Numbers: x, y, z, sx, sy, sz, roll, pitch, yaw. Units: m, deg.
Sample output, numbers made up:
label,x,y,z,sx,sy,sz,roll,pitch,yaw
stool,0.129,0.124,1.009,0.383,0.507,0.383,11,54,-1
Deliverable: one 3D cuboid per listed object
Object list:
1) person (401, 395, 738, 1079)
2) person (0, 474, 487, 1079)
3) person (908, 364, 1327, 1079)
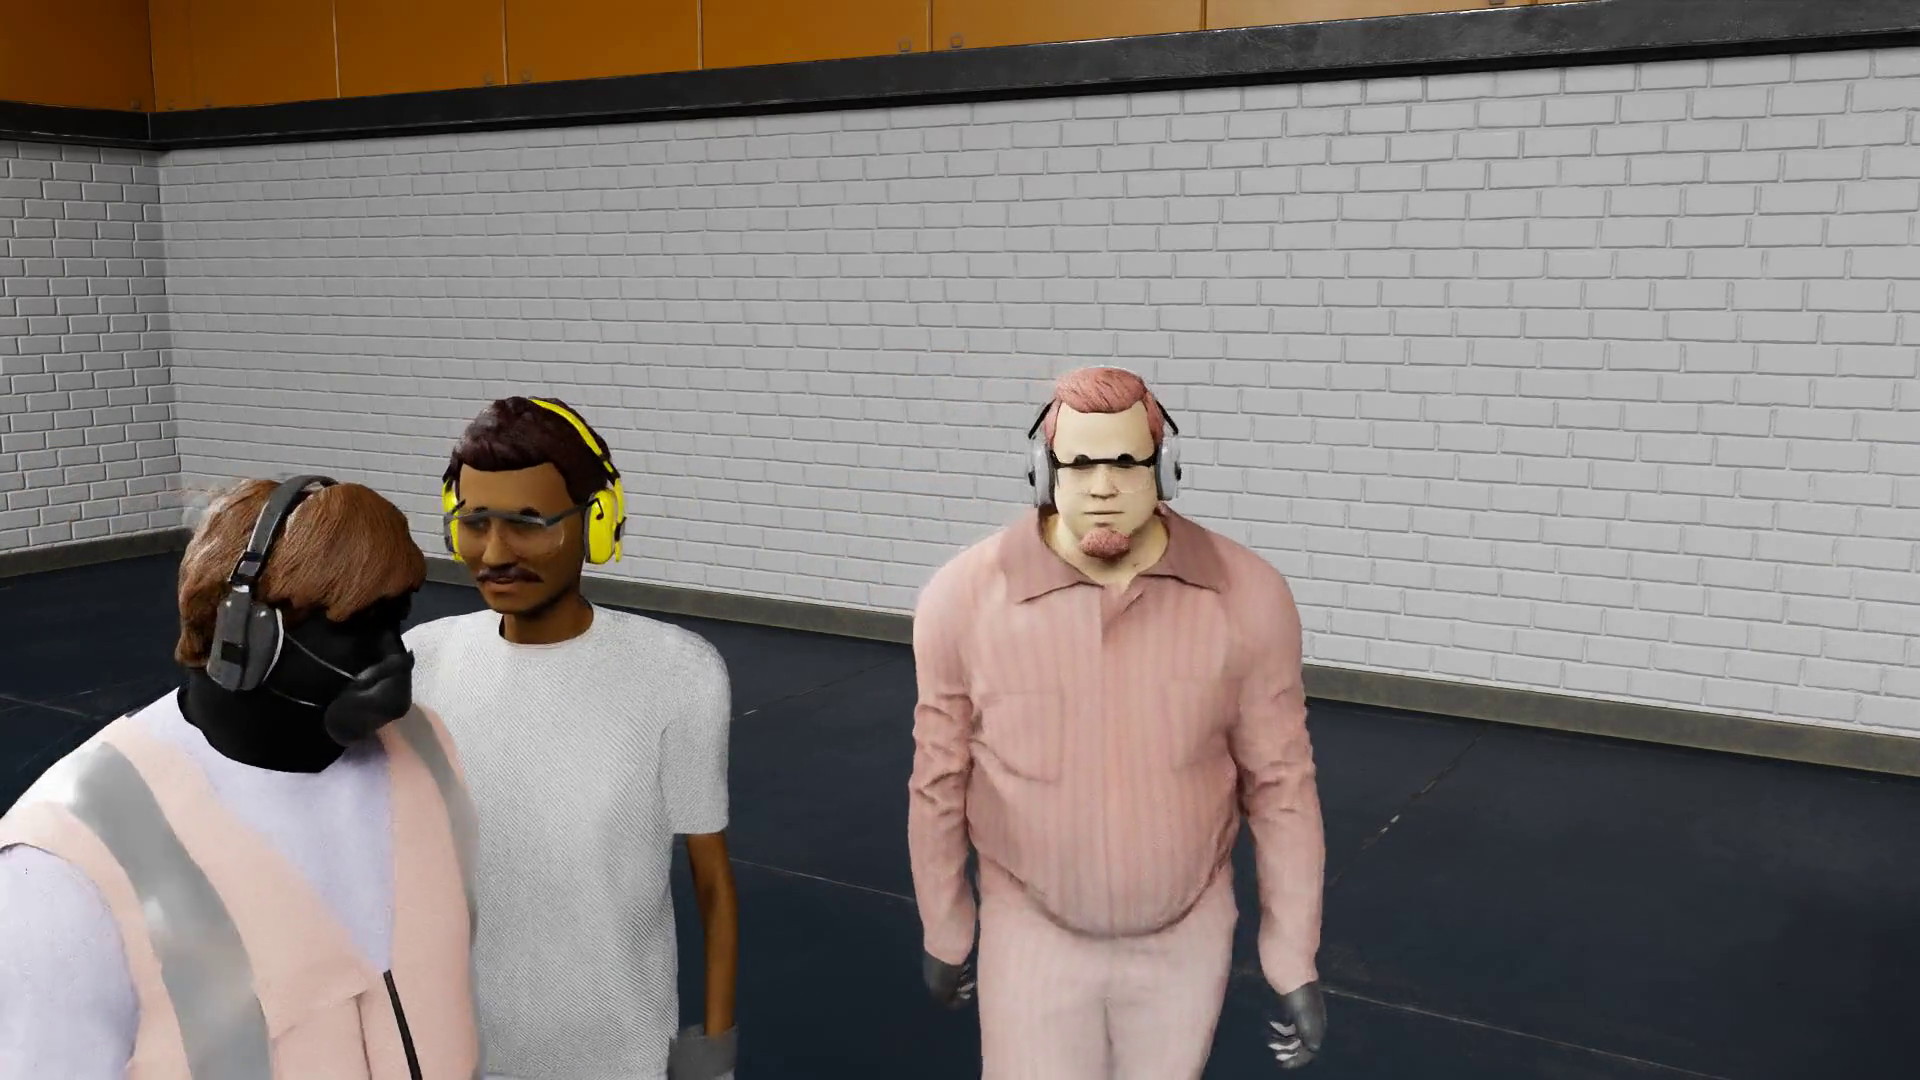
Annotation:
label,x,y,z,sx,sy,sz,roll,pitch,yaw
person,-0.559,0.729,2.322,0.533,1.865,0.310,1,9,6
person,-0.824,0.824,1.884,0.602,1.820,0.645,5,10,26
person,0.255,0.667,2.670,0.662,1.875,0.809,-1,9,-5
